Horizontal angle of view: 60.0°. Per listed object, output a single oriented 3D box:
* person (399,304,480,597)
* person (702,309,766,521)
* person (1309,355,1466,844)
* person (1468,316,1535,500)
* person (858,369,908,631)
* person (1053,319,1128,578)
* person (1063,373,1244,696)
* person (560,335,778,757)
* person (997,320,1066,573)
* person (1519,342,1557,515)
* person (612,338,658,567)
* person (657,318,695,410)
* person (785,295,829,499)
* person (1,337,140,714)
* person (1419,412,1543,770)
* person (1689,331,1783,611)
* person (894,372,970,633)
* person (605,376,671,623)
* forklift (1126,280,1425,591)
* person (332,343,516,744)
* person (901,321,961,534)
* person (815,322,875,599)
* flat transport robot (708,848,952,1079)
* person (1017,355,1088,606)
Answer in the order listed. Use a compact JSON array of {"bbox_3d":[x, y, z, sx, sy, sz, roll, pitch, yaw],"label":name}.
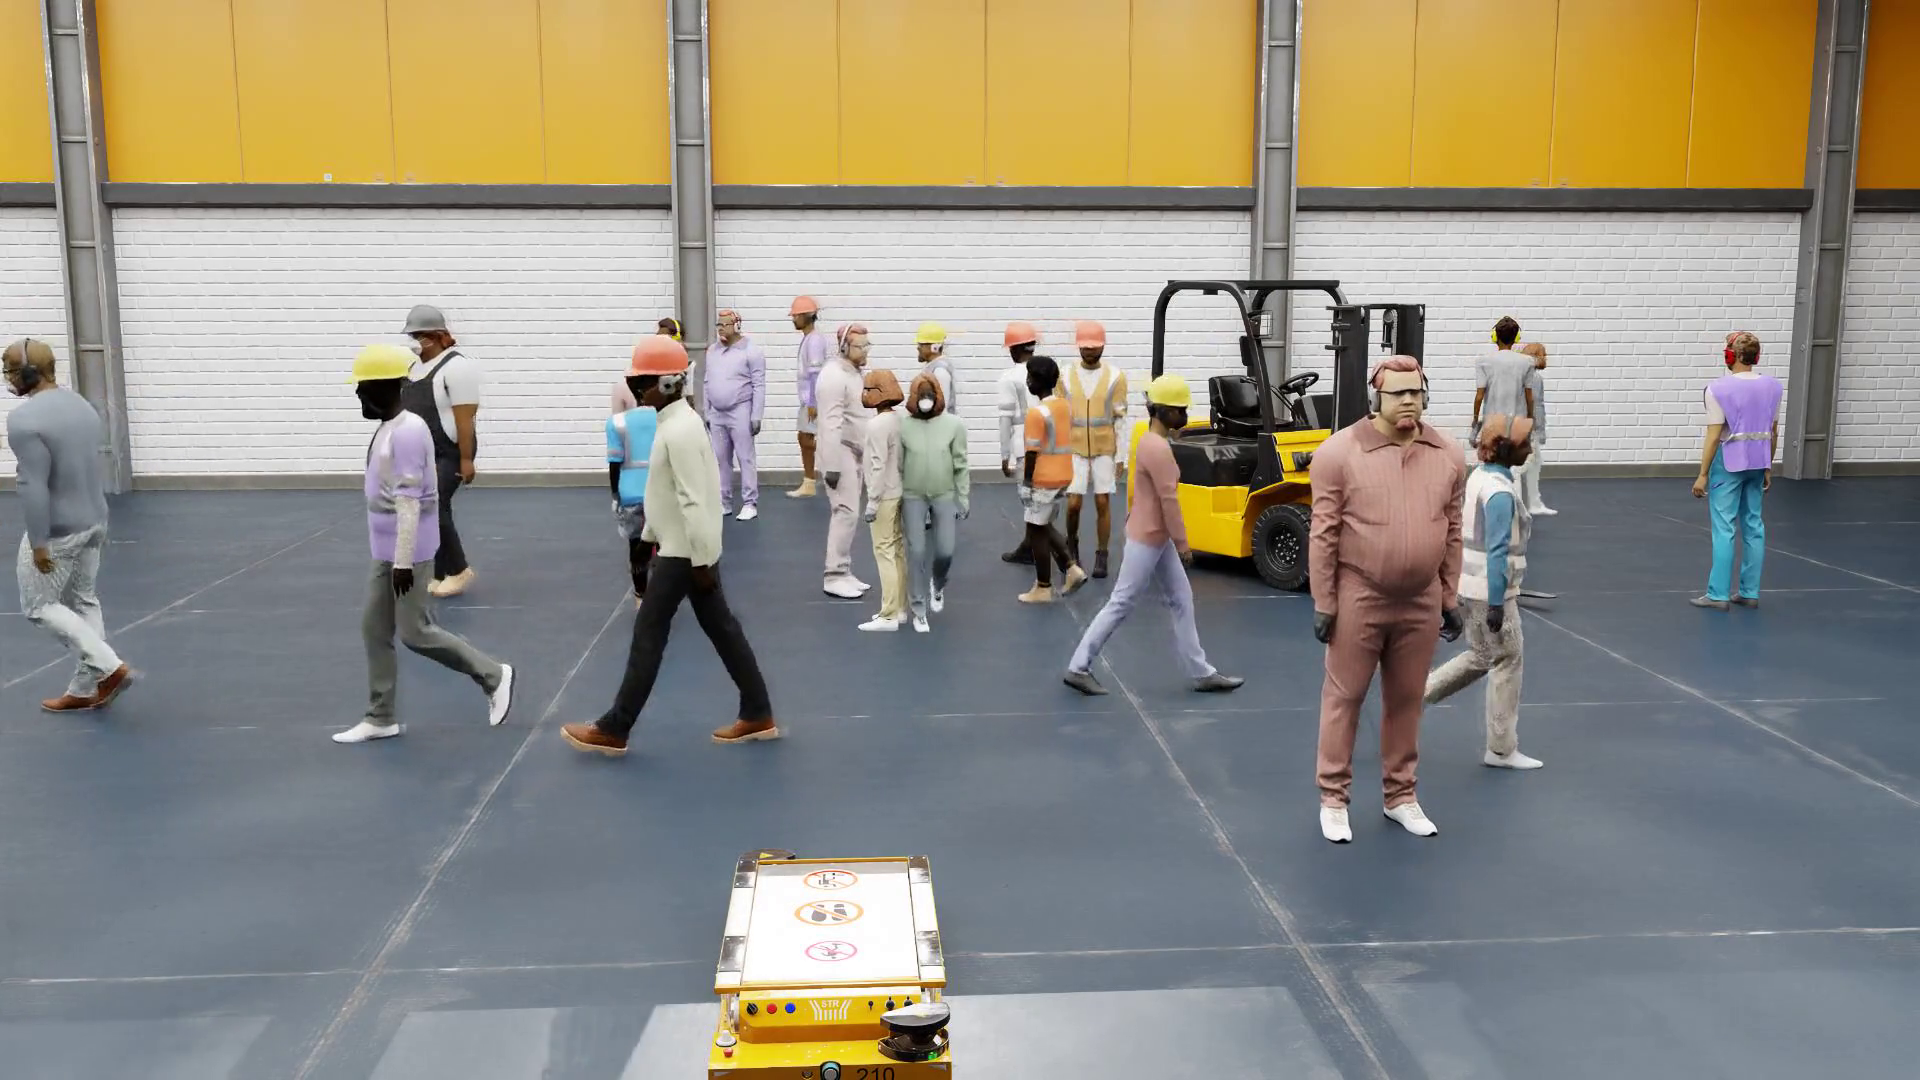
[{"bbox_3d":[-3.606,-0.609,11.379,0.701,2.000,0.538,9,13,44],"label":"person"},{"bbox_3d":[-2.075,-1.130,15.071,0.653,1.906,0.408,5,10,29],"label":"person"},{"bbox_3d":[1.684,0.232,6.520,0.642,1.909,0.399,-2,9,-10],"label":"person"},{"bbox_3d":[4.574,-0.949,14.055,0.533,1.869,0.311,1,9,4],"label":"person"},{"bbox_3d":[-0.477,-0.249,10.395,0.271,1.632,0.508,2,9,15],"label":"person"},{"bbox_3d":[0.938,-0.660,12.147,0.575,1.905,0.575,1,9,6],"label":"person"},{"bbox_3d":[0.989,-0.013,8.688,0.946,1.713,0.508,1,9,8],"label":"person"},{"bbox_3d":[-1.322,0.029,7.702,1.011,1.941,0.622,-1,9,-7],"label":"person"},{"bbox_3d":[0.600,-0.692,12.418,0.584,1.891,0.888,-6,11,-33],"label":"person"},{"bbox_3d":[5.149,-1.016,15.272,0.715,1.610,0.500,1,9,4],"label":"person"},{"bbox_3d":[-2.388,-0.661,12.630,0.540,1.739,0.435,-3,10,-20],"label":"person"},{"bbox_3d":[-2.332,-0.851,13.464,0.344,1.868,0.544,-7,11,-37],"label":"person"},{"bbox_3d":[-1.377,-1.394,16.370,0.646,2.022,0.622,-2,9,-15],"label":"person"},{"bbox_3d":[-4.415,-0.045,8.242,0.488,1.915,0.640,1,9,6],"label":"person"},{"bbox_3d":[2.301,0.231,7.421,0.591,1.616,0.523,1,9,5],"label":"person"},{"bbox_3d":[5.125,-0.446,10.964,0.563,1.848,0.389,-2,9,-15],"label":"person"},{"bbox_3d":[-0.204,-0.251,10.426,0.529,1.619,0.470,-1,9,-7],"label":"person"},{"bbox_3d":[-1.974,-0.293,10.574,0.531,1.669,0.826,-2,9,-12],"label":"person"},{"bbox_3d":[2.301,-0.860,12.475,1.214,2.155,2.313,-6,11,-35],"label":"forklift"},{"bbox_3d":[-2.579,0.018,7.890,0.769,1.901,0.596,-6,11,-33],"label":"person"},{"bbox_3d":[-0.269,-0.941,14.143,0.464,1.824,0.617,-1,9,-6],"label":"person"},{"bbox_3d":[-0.768,-0.555,11.500,0.400,1.895,0.749,2,9,13],"label":"person"},{"bbox_3d":[-0.394,1.269,5.127,0.652,0.197,1.431,-1,9,-4],"label":"flat transport robot"},{"bbox_3d":[0.587,-0.392,11.099,0.377,1.685,0.544,5,11,30],"label":"person"}]
